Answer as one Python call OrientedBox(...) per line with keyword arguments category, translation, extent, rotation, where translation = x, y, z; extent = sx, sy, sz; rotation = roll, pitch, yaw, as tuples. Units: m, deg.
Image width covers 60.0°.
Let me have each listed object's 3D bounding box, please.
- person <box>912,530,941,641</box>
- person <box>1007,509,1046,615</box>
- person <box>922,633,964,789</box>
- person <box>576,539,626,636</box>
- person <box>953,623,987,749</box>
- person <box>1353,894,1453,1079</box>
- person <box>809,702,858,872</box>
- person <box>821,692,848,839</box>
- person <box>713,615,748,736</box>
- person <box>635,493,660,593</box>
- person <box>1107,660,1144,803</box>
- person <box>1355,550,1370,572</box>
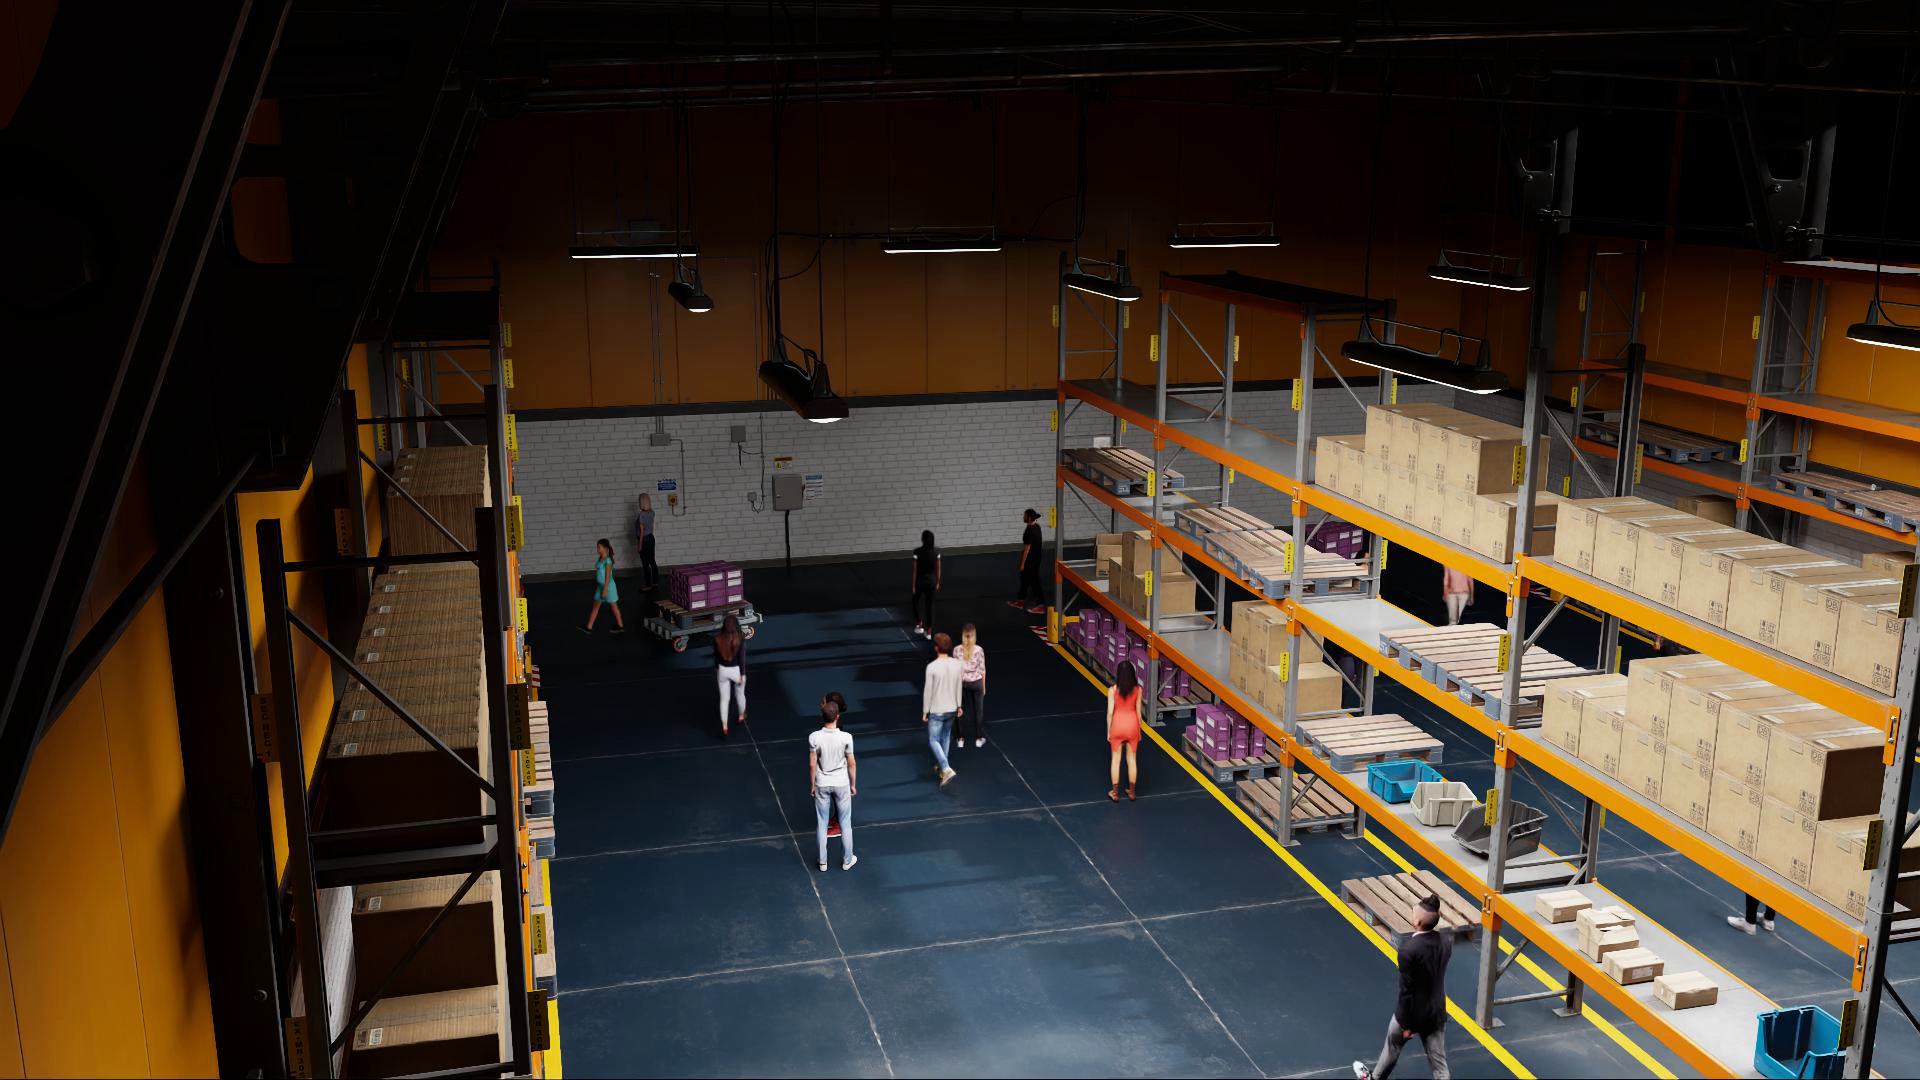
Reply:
OrientedBox(category="person", translation=(-0.512, 0.712, 25.832), extent=(0.652, 1.716, 0.690), rotation=(-4, 14, -17))
OrientedBox(category="person", translation=(1.261, 0.360, 27.244), extent=(0.964, 1.735, 0.977), rotation=(4, 14, 15))
OrientedBox(category="person", translation=(-0.186, 2.055, 19.926), extent=(0.820, 1.885, 1.101), rotation=(-7, 15, -26))
OrientedBox(category="person", translation=(-5.482, 0.745, 26.102), extent=(0.841, 1.524, 1.010), rotation=(-9, 17, -34))
OrientedBox(category="person", translation=(0.115, 1.854, 21.293), extent=(0.639, 1.632, 0.616), rotation=(1, 14, 6))
OrientedBox(category="person", translation=(3.688, 3.724, 13.005), extent=(0.883, 1.898, 1.267), rotation=(-7, 15, -26))
OrientedBox(category="person", translation=(-1.355, 2.616, 17.681), extent=(0.699, 1.851, 0.633), rotation=(0, 14, 0))
OrientedBox(category="person", translation=(-1.405, 2.486, 18.593), extent=(0.676, 1.674, 0.506), rotation=(-2, 14, -9))
OrientedBox(category="person", translation=(-3.015, 1.789, 21.690), extent=(0.837, 1.571, 1.136), rotation=(1, 14, 5))
OrientedBox(category="person", translation=(-5.389, 0.036, 28.613), extent=(0.724, 1.722, 0.633), rotation=(5, 15, 21))
OrientedBox(category="person", translation=(1.939, 2.238, 19.525), extent=(0.607, 1.718, 0.575), rotation=(-1, 14, -4))
OrientedBox(category="person", translation=(6.188, 0.867, 25.683), extent=(0.689, 1.484, 0.648), rotation=(10, 17, 35))
